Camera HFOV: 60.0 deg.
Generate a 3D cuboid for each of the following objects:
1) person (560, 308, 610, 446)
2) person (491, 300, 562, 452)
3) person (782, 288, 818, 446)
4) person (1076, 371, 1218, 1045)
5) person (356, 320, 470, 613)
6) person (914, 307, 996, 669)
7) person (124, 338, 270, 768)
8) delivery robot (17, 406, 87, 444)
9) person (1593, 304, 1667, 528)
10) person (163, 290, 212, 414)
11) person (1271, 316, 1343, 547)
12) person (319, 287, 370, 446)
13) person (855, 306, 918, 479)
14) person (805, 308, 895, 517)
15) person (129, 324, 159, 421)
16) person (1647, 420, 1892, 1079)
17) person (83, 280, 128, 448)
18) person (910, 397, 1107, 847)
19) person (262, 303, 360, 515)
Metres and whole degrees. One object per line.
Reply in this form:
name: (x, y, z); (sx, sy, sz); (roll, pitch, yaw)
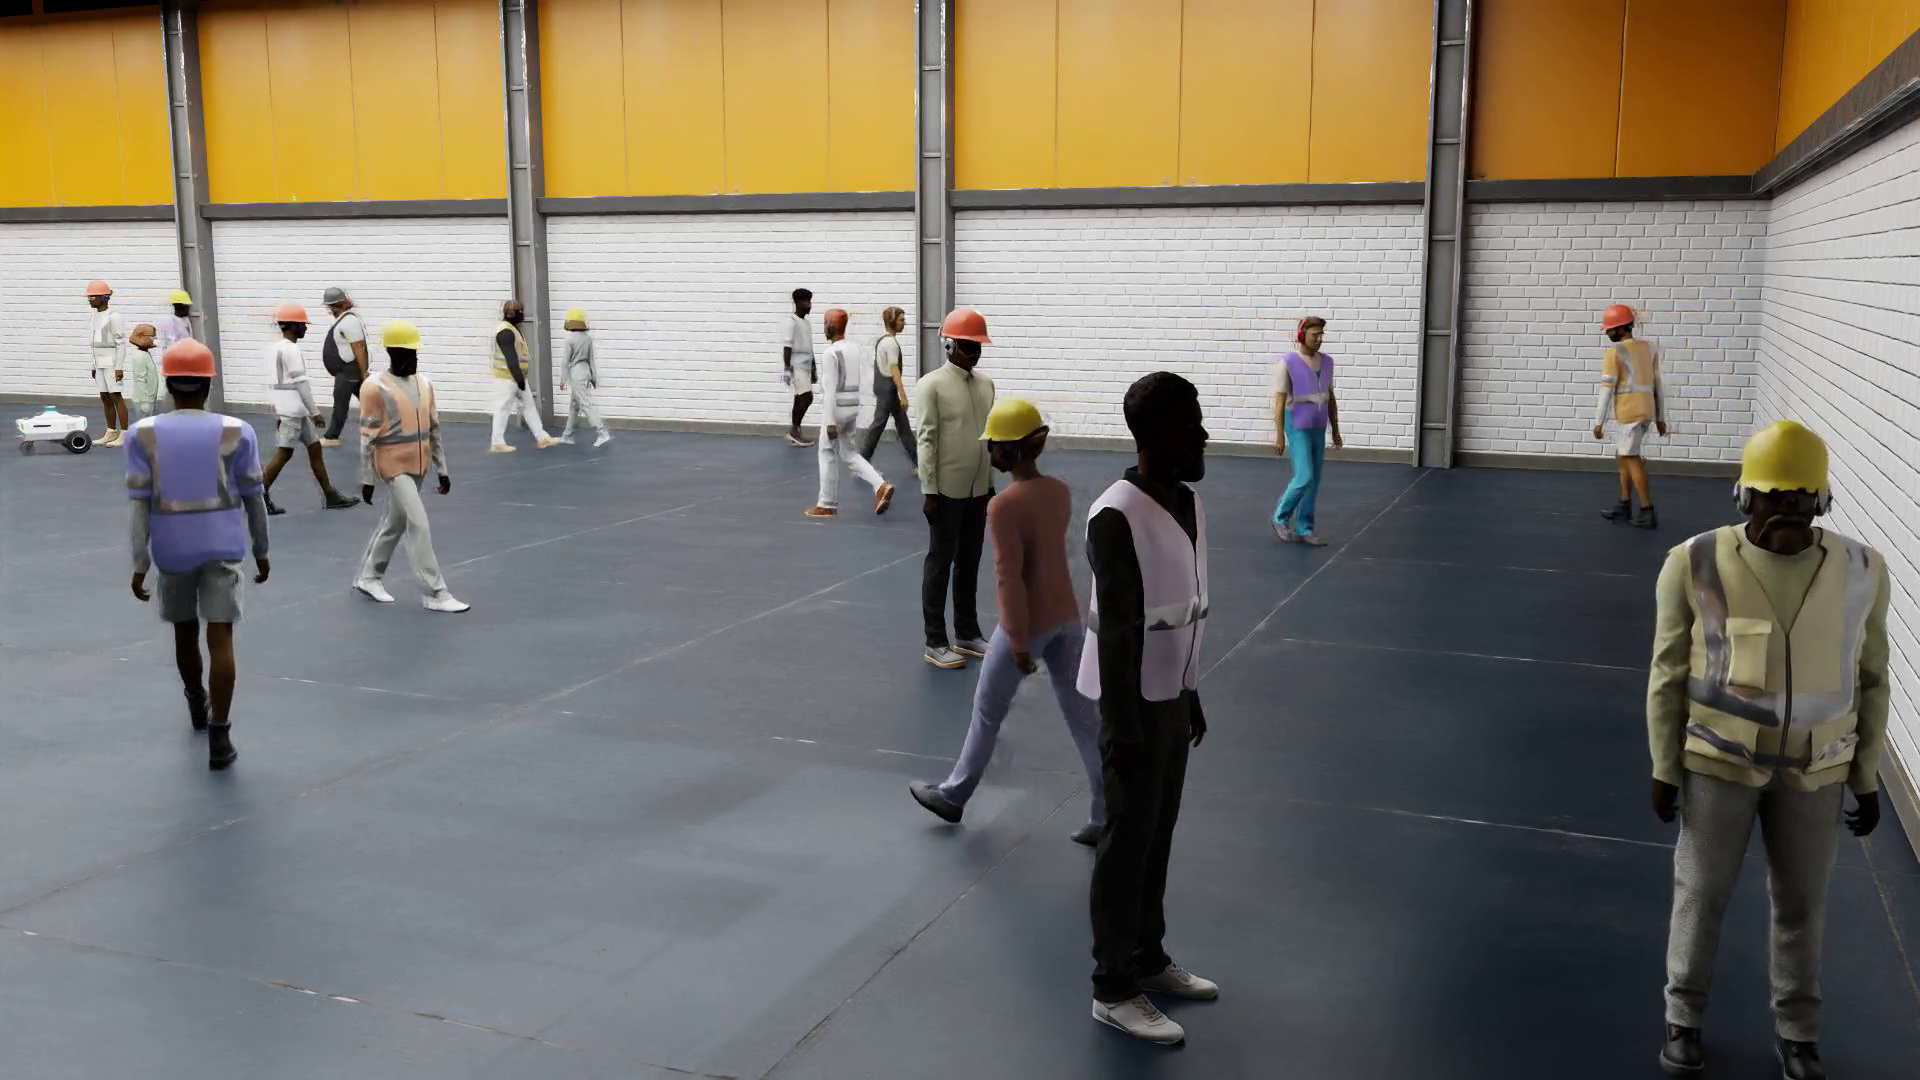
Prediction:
person: (-4.671, -2.006, 20.537); (0.915, 1.700, 0.497); (4, 10, 24)
person: (-5.193, -1.943, 19.817); (0.909, 1.803, 0.654); (-1, 9, -4)
person: (-1.921, -2.105, 20.357); (0.465, 1.949, 0.645); (3, 10, 17)
person: (0.551, 0.469, 4.862); (0.392, 1.922, 0.591); (5, 10, 26)
person: (-3.620, -0.485, 10.774); (0.971, 1.884, 0.602); (4, 10, 22)
person: (0.001, -0.296, 9.282); (0.380, 1.993, 0.610); (8, 12, 39)
person: (-3.468, 0.030, 7.622); (0.570, 1.883, 0.987); (-3, 10, -18)
delivery robot: (-10.726, -1.337, 19.649); (0.707, 0.478, 0.477); (-6, 11, -34)
person: (5.701, -1.055, 14.179); (0.560, 1.885, 0.772); (-6, 11, -30)
person: (-10.198, -2.347, 22.024); (0.899, 1.886, 0.605); (1, 9, 3)
person: (2.750, -0.857, 13.168); (0.583, 1.829, 0.436); (-7, 12, -37)
person: (-7.494, -2.185, 20.581); (1.020, 2.000, 0.697); (-3, 10, -20)
person: (-0.648, -1.520, 17.284); (0.970, 1.789, 0.536); (-1, 9, -7)
person: (-0.985, -1.095, 14.555); (0.777, 1.861, 0.576); (5, 11, 28)
person: (-8.310, -1.392, 17.010); (0.268, 1.630, 0.507); (-3, 10, -17)
person: (2.165, 0.583, 4.475); (0.593, 1.825, 0.403); (2, 10, 13)
person: (-10.448, -2.144, 20.326); (0.616, 2.041, 0.382); (6, 11, 34)
person: (0.246, 0.318, 6.392); (0.950, 1.720, 0.522); (8, 12, 41)
person: (-5.965, -1.173, 14.929); (0.959, 1.897, 0.554); (-4, 10, -25)
